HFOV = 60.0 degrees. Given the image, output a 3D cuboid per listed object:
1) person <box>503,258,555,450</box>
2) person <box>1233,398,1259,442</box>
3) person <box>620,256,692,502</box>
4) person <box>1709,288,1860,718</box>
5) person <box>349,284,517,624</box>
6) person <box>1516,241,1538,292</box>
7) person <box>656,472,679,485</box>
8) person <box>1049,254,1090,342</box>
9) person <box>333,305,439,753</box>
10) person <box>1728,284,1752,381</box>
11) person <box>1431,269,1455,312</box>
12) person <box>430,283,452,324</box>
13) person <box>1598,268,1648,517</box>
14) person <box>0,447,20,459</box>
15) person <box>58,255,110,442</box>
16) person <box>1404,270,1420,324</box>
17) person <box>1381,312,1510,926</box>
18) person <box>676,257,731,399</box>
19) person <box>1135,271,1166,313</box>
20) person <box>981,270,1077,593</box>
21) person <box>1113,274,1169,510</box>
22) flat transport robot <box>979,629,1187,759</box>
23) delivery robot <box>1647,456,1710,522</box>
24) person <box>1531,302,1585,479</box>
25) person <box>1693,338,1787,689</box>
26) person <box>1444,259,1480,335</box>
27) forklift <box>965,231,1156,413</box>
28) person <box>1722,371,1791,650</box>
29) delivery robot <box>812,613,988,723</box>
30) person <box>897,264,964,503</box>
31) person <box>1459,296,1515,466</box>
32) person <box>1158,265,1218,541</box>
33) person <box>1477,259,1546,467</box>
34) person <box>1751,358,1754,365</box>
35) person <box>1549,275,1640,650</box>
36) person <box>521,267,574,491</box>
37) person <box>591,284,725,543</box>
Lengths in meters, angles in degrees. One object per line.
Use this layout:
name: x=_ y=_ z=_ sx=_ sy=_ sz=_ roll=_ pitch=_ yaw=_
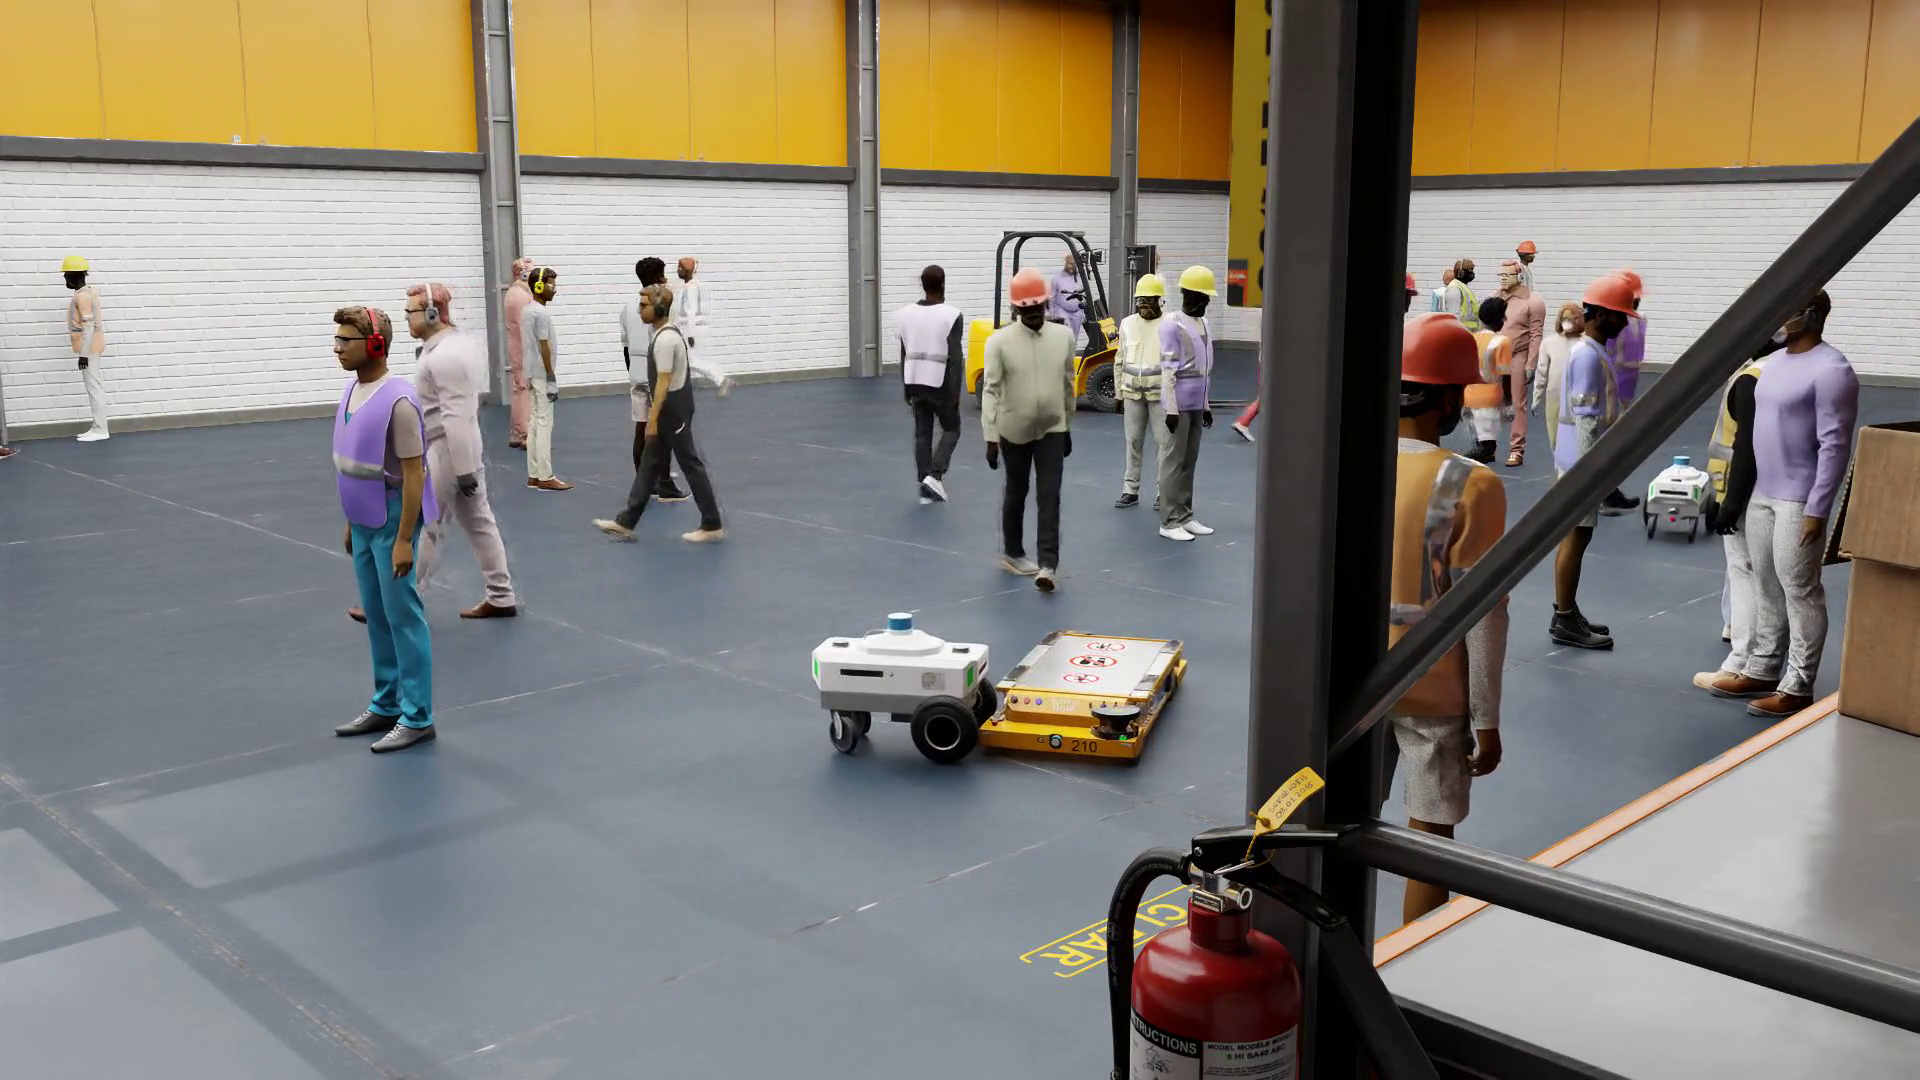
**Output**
person: x=-4.325 y=-1.834 z=16.573 sx=0.442 sy=1.918 sz=0.676 roll=-4 pitch=11 yaw=-23
person: x=3.200 y=-1.837 z=16.984 sx=0.770 sy=1.743 sz=0.538 roll=2 pitch=11 yaw=11
person: x=-2.448 y=-1.283 z=13.344 sx=0.607 sy=1.966 sz=0.367 roll=8 pitch=13 yaw=37
person: x=3.687 y=-0.179 z=7.400 sx=0.371 sy=1.940 sz=0.627 roll=0 pitch=10 yaw=-2
person: x=-2.908 y=-0.448 z=9.072 sx=0.945 sy=1.865 sz=0.655 roll=-2 pitch=11 yaw=-11
person: x=8.758 y=-3.617 z=25.859 sx=0.373 sy=2.042 sz=0.614 roll=5 pitch=11 yaw=24
person: x=-2.620 y=-1.330 z=14.345 sx=0.319 sy=1.693 sz=0.532 roll=1 pitch=10 yaw=5
person: x=1.730 y=-3.643 z=26.542 sx=0.653 sy=1.856 sz=0.921 roll=-1 pitch=10 yaw=-8
person: x=-2.398 y=-0.050 z=6.943 sx=0.390 sy=1.847 sz=0.563 roll=-10 pitch=14 yaw=-42
person: x=8.212 y=-1.851 z=17.340 sx=0.534 sy=1.626 sz=0.364 roll=4 pitch=11 yaw=22
person: x=7.080 y=-3.099 z=24.138 sx=0.523 sy=1.638 sz=0.310 roll=1 pitch=10 yaw=5
person: x=-5.589 y=-1.953 z=17.931 sx=0.284 sy=1.629 sz=0.506 roll=-5 pitch=12 yaw=-27
person: x=5.028 y=-1.115 z=12.651 sx=0.702 sy=1.890 sz=0.490 roll=-8 pitch=13 yaw=-36
person: x=-9.499 y=-1.623 z=15.634 sx=1.000 sy=1.810 sz=0.518 roll=-1 pitch=10 yaw=-6
person: x=-9.090 y=-1.987 z=17.286 sx=0.370 sy=1.929 sz=0.585 roll=-5 pitch=11 yaw=-24
person: x=3.195 y=-1.004 z=12.007 sx=0.975 sy=1.887 sz=0.564 roll=0 pitch=10 yaw=2
person: x=1.180 y=0.379 z=4.360 sx=0.358 sy=1.936 sz=0.552 roll=-10 pitch=14 yaw=-43
person: x=-3.341 y=-2.644 z=21.079 sx=0.739 sy=1.860 sz=0.584 roll=-2 pitch=11 yaw=-11
person: x=3.102 y=-3.768 z=27.275 sx=1.004 sy=1.827 sz=0.602 roll=-5 pitch=12 yaw=-27
person: x=0.424 y=-0.663 z=10.065 sx=0.630 sy=1.922 sz=1.006 roll=-3 pitch=11 yaw=-15
person: x=1.469 y=-1.147 z=12.963 sx=0.600 sy=1.832 sz=0.404 roll=5 pitch=12 yaw=26
flat transport robot: x=0.586 y=0.653 z=7.414 sx=0.652 sy=0.197 sz=1.431 roll=3 pitch=11 yaw=16
delivery robot: x=5.138 y=-0.354 z=11.876 sx=0.477 sy=0.478 sz=0.707 roll=6 pitch=12 yaw=29
person: x=4.944 y=-1.134 z=13.545 sx=0.503 sy=1.605 sz=0.810 roll=8 pitch=13 yaw=37
person: x=3.719 y=-0.200 z=7.778 sx=0.619 sy=1.845 sz=0.430 roll=-9 pitch=14 yaw=-40
person: x=6.082 y=-2.477 z=20.197 sx=0.429 sy=1.844 sz=0.625 roll=5 pitch=12 yaw=26
forklift: x=1.222 y=-2.721 z=20.561 sx=2.313 sy=2.155 sz=1.214 roll=2 pitch=11 yaw=13
person: x=4.225 y=-0.317 z=8.634 sx=0.326 sy=1.763 sz=0.533 roll=-10 pitch=14 yaw=-43
delivery robot: x=-0.251 y=0.549 z=6.951 sx=0.707 sy=0.478 sz=0.477 roll=2 pitch=11 yaw=11
person: x=-0.223 y=-1.225 z=13.201 sx=0.594 sy=1.901 sz=0.434 roll=5 pitch=11 yaw=25
person: x=3.967 y=-1.053 z=12.910 sx=0.664 sy=1.673 sz=0.541 roll=-4 pitch=11 yaw=-20
person: x=1.615 y=-0.963 z=11.723 sx=0.378 sy=1.922 sz=0.585 roll=7 pitch=13 yaw=34
person: x=5.063 y=-1.637 z=15.441 sx=0.408 sy=1.908 sz=0.641 roll=-9 pitch=14 yaw=-42
person: x=7.086 y=-1.342 z=14.604 sx=0.355 sy=1.610 sz=0.527 roll=9 pitch=14 yaw=41
person: x=3.290 y=-0.405 z=8.660 sx=0.368 sy=1.929 sz=0.542 roll=4 pitch=11 yaw=19
person: x=-3.497 y=-1.344 z=13.962 sx=0.328 sy=1.865 sz=0.517 roll=-6 pitch=12 yaw=-31
person: x=-2.084 y=-0.849 z=11.439 sx=0.951 sy=1.792 sz=0.529 roll=-2 pitch=11 yaw=-13
